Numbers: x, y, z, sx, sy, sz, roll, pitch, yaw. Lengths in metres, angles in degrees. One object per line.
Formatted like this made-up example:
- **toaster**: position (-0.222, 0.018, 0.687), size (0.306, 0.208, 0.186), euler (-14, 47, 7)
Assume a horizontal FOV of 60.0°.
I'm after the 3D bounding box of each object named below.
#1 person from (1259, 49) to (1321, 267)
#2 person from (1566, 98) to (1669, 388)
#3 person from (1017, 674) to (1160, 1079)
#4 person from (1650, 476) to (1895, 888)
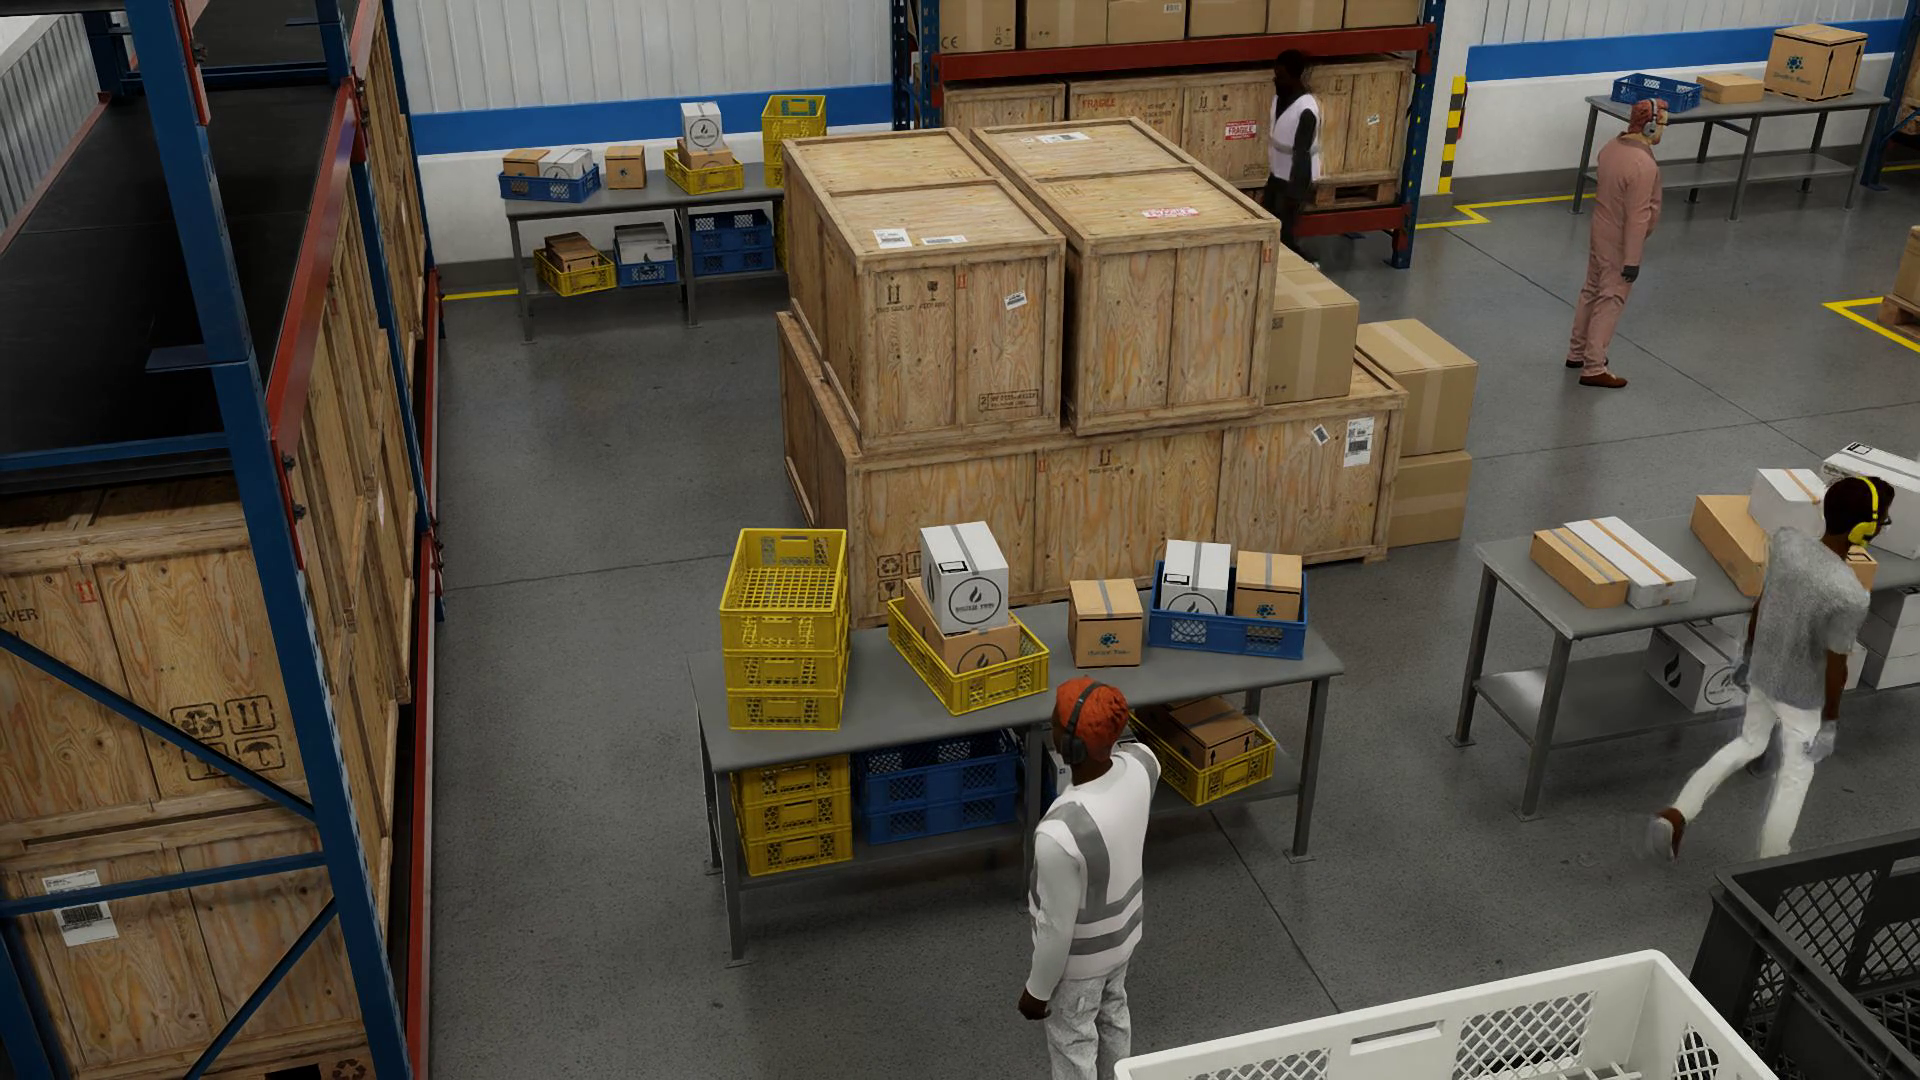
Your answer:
- **person**: position (2.422, -2.661, 12.253), size (0.448, 1.895, 0.595), euler (-7, 30, -12)
- **person**: position (4.364, -1.955, 10.964), size (0.403, 1.899, 0.645), euler (-1, 29, -1)
- **person**: position (0.378, 1.237, 5.186), size (0.356, 1.882, 0.574), euler (17, 33, 28)
- **person**: position (3.158, 0.573, 6.418), size (0.653, 1.849, 0.568), euler (-8, 30, -14)
